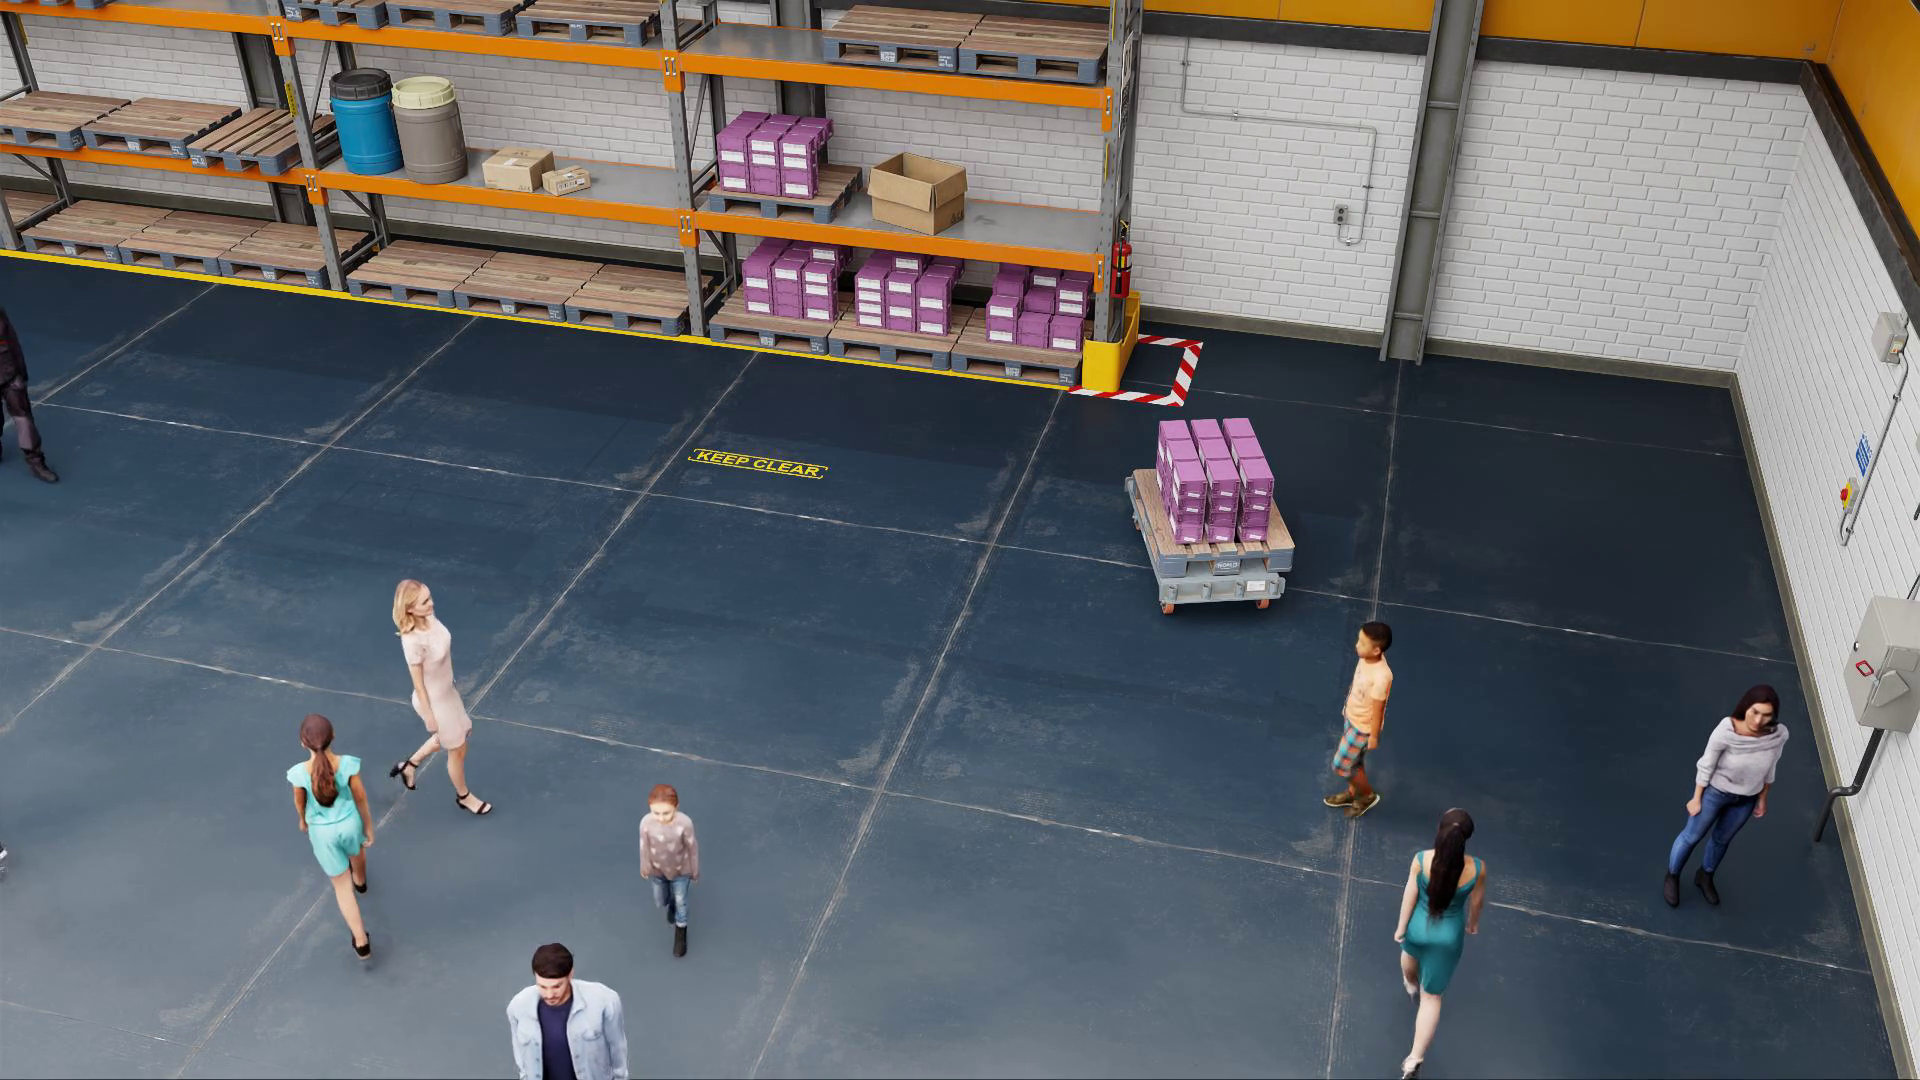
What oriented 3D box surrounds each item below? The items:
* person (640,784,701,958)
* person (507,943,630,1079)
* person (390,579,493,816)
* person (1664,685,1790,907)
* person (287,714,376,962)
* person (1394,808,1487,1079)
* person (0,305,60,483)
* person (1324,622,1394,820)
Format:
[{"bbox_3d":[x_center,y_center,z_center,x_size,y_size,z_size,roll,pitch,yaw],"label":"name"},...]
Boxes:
[{"bbox_3d":[-1.649,1.824,9.500,0.627,1.189,0.635,1,34,1],"label":"person"},{"bbox_3d":[-1.822,2.518,7.904,0.930,1.800,0.915,-2,34,-3],"label":"person"},{"bbox_3d":[-3.290,0.978,10.209,0.904,1.814,0.706,1,34,1],"label":"person"},{"bbox_3d":[4.437,1.471,9.634,0.549,1.630,0.718,-1,34,-1],"label":"person"},{"bbox_3d":[-3.518,1.684,9.409,1.047,1.523,1.076,-16,37,-22],"label":"person"},{"bbox_3d":[2.462,2.110,8.658,0.970,1.644,0.640,9,35,13],"label":"person"},{"bbox_3d":[-8.006,-1.347,13.721,1.214,1.798,1.033,28,43,35],"label":"person"},{"bbox_3d":[2.566,1.123,10.318,0.668,1.451,0.629,-3,34,-5],"label":"person"}]
